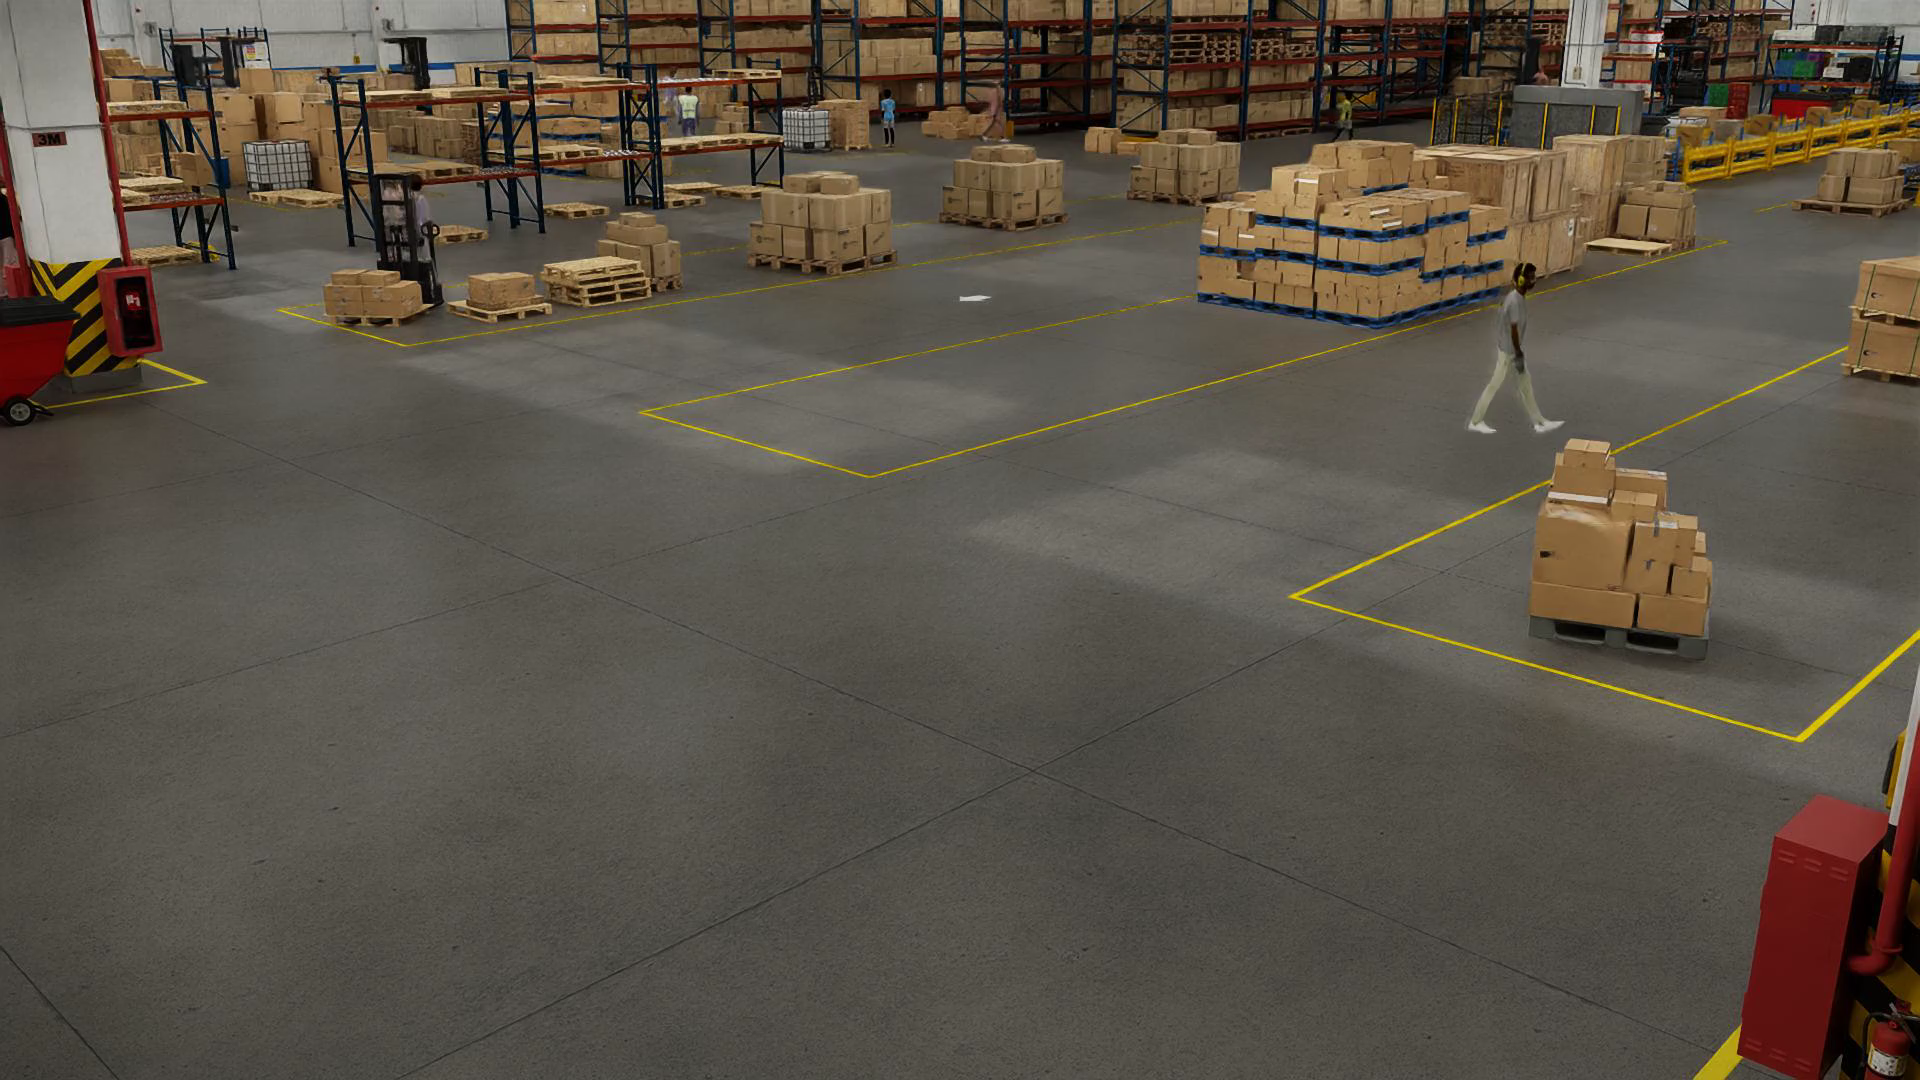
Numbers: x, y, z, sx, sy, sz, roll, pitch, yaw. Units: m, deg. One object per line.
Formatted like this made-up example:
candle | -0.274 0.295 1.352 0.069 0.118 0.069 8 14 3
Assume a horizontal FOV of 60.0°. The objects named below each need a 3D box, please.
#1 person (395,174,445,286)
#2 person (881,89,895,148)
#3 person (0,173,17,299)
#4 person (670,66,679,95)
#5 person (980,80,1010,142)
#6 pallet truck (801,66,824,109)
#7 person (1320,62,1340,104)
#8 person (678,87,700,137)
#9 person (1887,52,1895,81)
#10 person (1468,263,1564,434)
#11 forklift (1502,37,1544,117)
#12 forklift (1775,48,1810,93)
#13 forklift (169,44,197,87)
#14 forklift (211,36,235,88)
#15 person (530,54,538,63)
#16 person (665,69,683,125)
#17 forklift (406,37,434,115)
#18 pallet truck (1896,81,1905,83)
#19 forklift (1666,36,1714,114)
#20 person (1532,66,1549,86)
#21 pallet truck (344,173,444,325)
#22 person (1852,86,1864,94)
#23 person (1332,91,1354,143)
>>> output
person | -8.531 -4.781 25.884 0.624 1.805 0.920 8 20 24
person | -2.130 -12.437 49.102 0.316 1.696 0.540 16 24 40
person | -14.325 -4.541 24.861 0.611 1.985 0.393 5 19 14
person | -11.165 -17.864 65.585 0.672 1.611 0.543 -14 23 -37
person | 1.067 -13.174 51.054 0.885 1.874 0.644 -2 19 -7
pallet truck | -4.812 -15.182 56.903 0.823 1.965 1.885 -9 21 -26
person | 15.065 -18.651 67.690 0.585 1.789 0.987 -14 23 -37
person | -7.827 -12.179 48.012 0.620 1.890 0.738 -5 19 -16
person | 43.414 -21.930 77.660 0.483 1.717 0.667 -5 19 -14
person | 5.862 -1.973 17.384 0.971 1.819 0.554 10 21 27
forklift | 20.723 -16.776 60.326 1.873 2.768 1.129 10 21 28
forklift | 35.835 -20.156 70.509 1.873 2.768 1.129 17 25 41
forklift | -24.644 -14.331 52.958 1.129 2.768 1.873 17 25 41
forklift | -27.078 -17.187 61.563 1.873 2.768 1.129 -7 20 -20
person | -17.462 -18.874 68.113 0.638 1.954 0.462 13 23 35
person | -9.915 -15.275 57.390 1.063 1.866 0.646 12 22 32
forklift | -19.821 -17.027 61.080 1.129 2.768 1.873 17 25 41
pallet truck | 34.802 -16.331 61.455 0.653 1.274 1.630 17 25 41
forklift | 27.341 -17.291 61.877 1.129 2.768 1.873 17 25 41
person | 21.053 -16.229 60.302 1.007 1.840 0.686 -9 20 -25
pallet truck | -8.209 -4.181 23.757 0.823 1.965 1.885 3 19 9
person | 32.616 -16.190 60.412 0.532 1.696 0.319 -7 20 -20
person | 11.412 -12.427 49.145 0.865 1.651 0.545 0 18 -1
